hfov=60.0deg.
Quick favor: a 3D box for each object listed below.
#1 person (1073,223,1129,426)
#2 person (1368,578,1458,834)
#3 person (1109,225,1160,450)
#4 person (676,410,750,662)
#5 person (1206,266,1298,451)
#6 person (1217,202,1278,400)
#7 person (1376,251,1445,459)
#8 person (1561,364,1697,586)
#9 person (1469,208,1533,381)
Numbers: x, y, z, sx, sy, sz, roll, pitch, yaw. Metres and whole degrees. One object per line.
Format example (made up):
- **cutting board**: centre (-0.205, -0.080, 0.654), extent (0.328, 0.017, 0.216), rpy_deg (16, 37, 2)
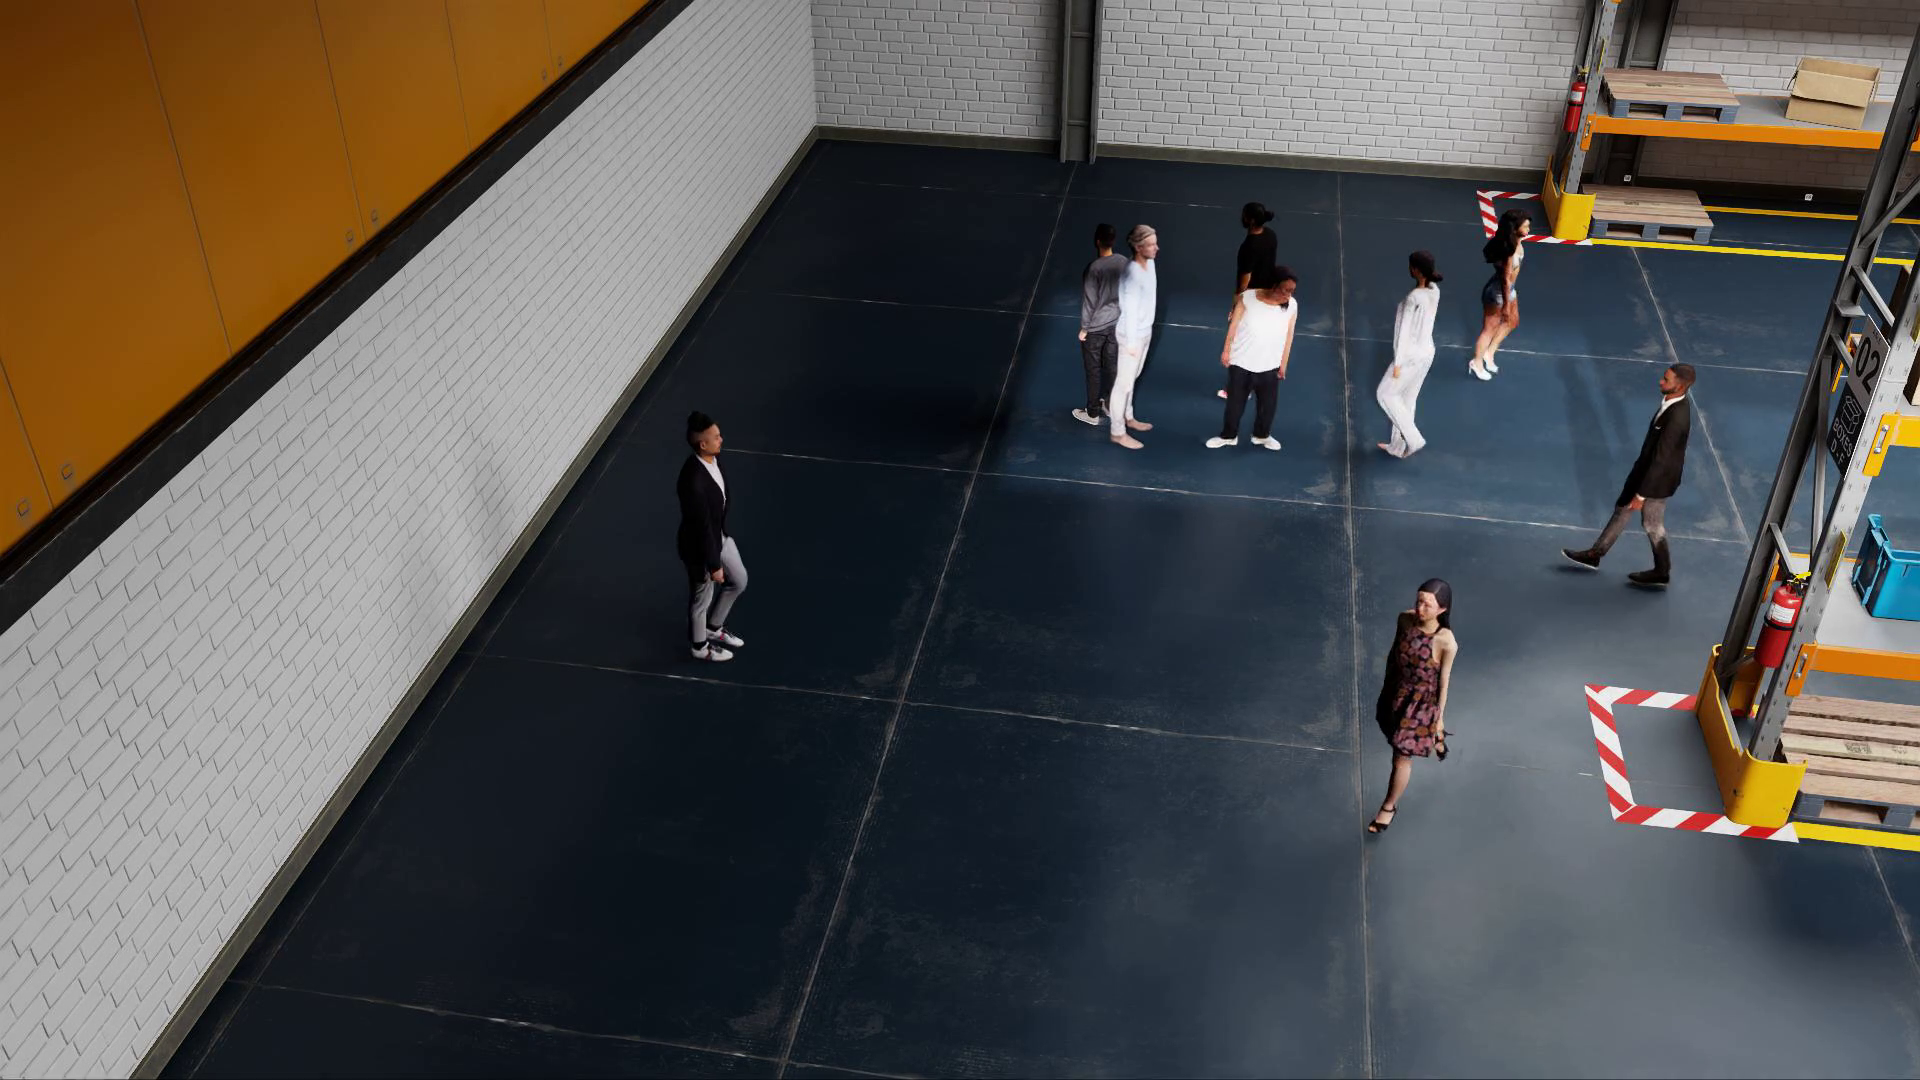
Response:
- **person**: centre (1.178, -1.805, 13.874), extent (0.694, 1.761, 0.743), rpy_deg (-23, 40, -31)
- **person**: centre (2.707, 0.937, 9.752), extent (1.055, 1.757, 1.021), rpy_deg (-24, 41, -32)
- **person**: centre (1.418, -1.686, 13.574), extent (0.646, 1.893, 0.704), rpy_deg (13, 36, 18)
- **person**: centre (-1.786, -0.017, 11.021), extent (0.659, 1.940, 0.723), rpy_deg (8, 34, 11)
- **person**: centre (2.348, -1.468, 13.456), extent (0.623, 1.661, 0.874), rpy_deg (9, 35, 13)
- **person**: centre (2.512, -2.068, 14.286), extent (0.737, 1.743, 0.763), rpy_deg (24, 40, 31)
- **person**: centre (3.693, -1.424, 13.309), extent (0.881, 1.751, 0.820), rpy_deg (28, 43, 36)
- **person**: centre (4.994, -0.420, 11.780), extent (1.015, 1.771, 0.739), rpy_deg (9, 35, 13)
- **person**: centre (4.640, -2.146, 14.521), extent (0.718, 1.612, 0.668), rpy_deg (17, 37, 23)
